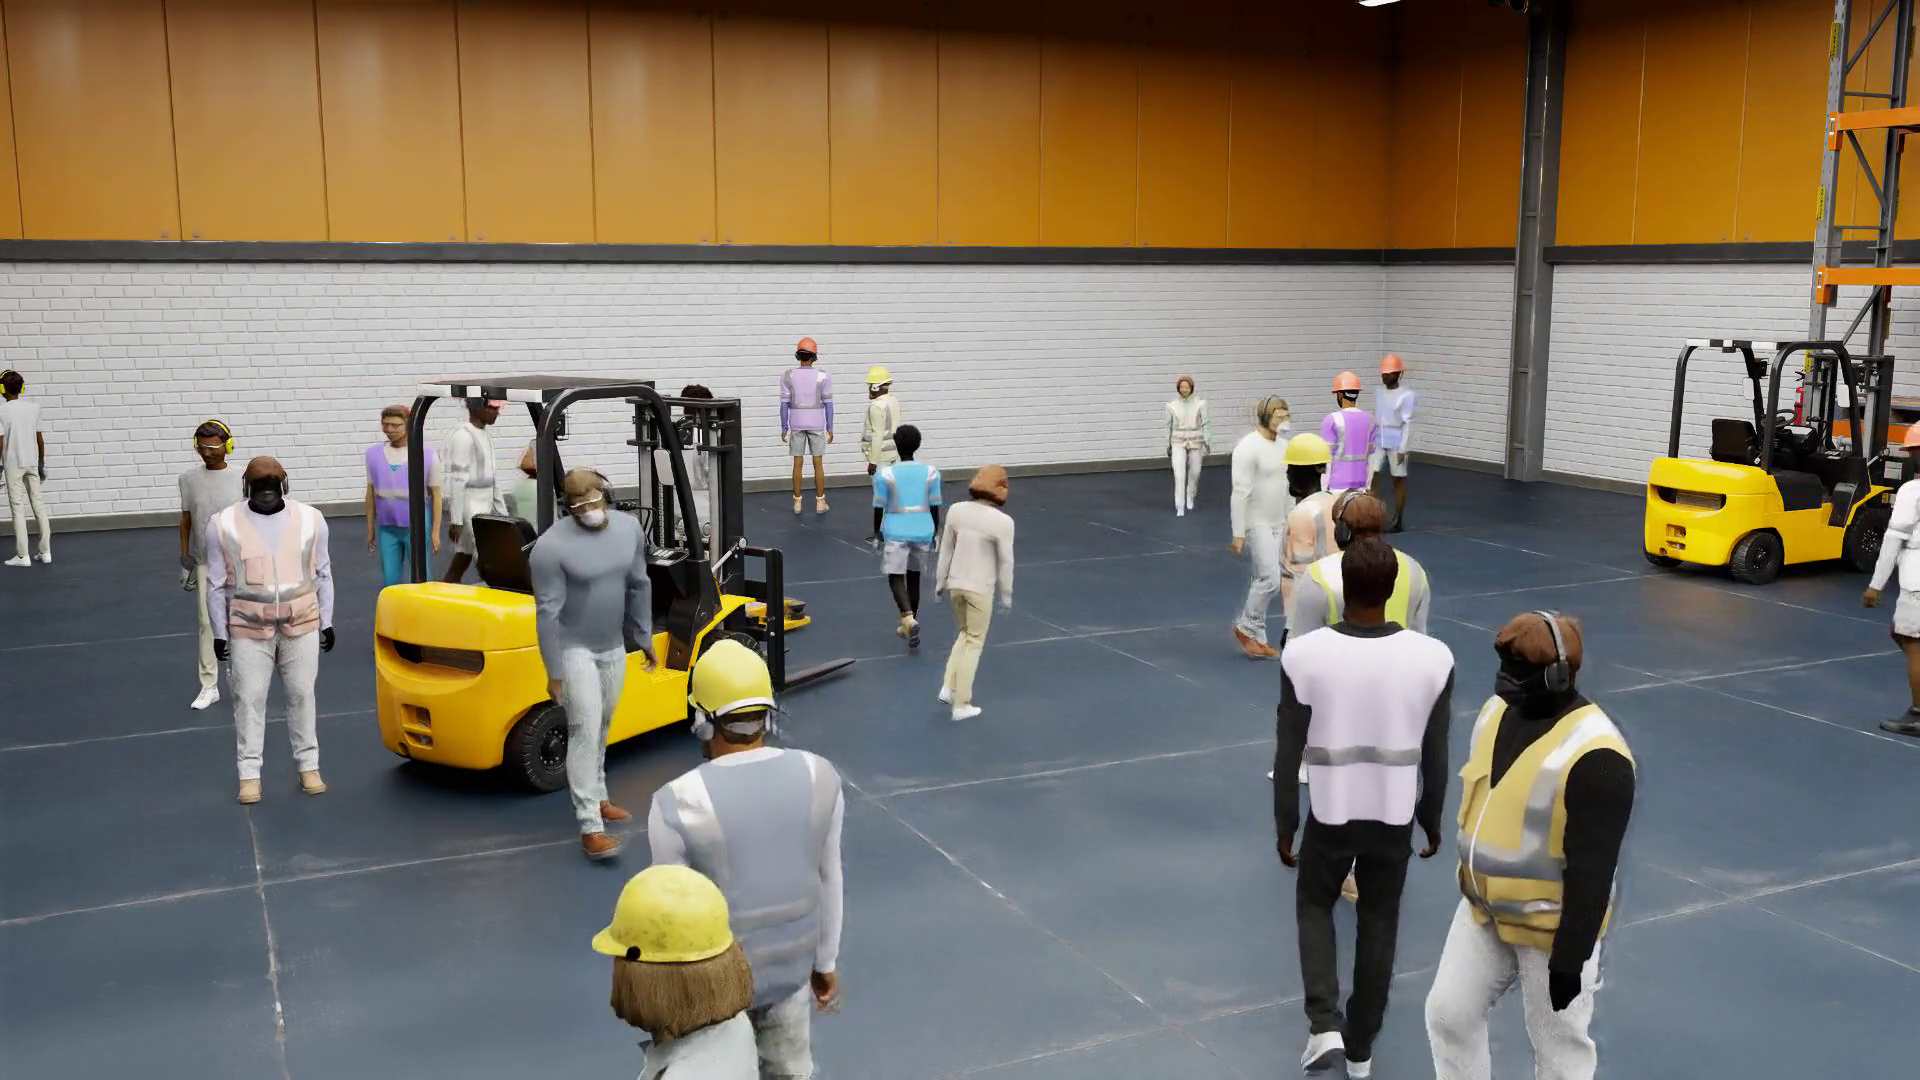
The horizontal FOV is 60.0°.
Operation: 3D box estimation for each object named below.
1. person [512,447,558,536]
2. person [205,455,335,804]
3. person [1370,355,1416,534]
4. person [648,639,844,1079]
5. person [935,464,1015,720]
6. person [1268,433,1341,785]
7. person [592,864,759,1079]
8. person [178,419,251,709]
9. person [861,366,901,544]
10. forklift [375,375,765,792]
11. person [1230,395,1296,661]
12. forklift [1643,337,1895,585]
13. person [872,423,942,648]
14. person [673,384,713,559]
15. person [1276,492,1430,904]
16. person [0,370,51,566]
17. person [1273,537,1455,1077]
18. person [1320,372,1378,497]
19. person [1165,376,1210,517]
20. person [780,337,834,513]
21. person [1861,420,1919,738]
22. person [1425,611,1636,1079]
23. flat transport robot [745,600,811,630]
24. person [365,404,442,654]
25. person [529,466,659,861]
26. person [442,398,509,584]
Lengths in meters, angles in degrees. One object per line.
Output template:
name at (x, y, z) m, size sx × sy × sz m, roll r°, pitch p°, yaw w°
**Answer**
person at (-2.935, 0.124, 11.627) m, size 0.513 × 1.614 × 0.349 m, roll 7°, pitch 12°, yaw 38°
person at (-3.637, 0.466, 8.818) m, size 0.634 × 1.839 × 0.429 m, roll -5°, pitch 10°, yaw -28°
person at (4.496, -0.995, 17.624) m, size 0.778 × 1.910 × 0.557 m, roll -7°, pitch 12°, yaw -38°
person at (-0.546, 1.178, 4.517) m, size 0.587 × 1.811 × 0.698 m, roll -6°, pitch 11°, yaw -33°
person at (0.101, 0.327, 10.393) m, size 0.544 × 1.601 × 0.418 m, roll 8°, pitch 12°, yaw 39°
person at (1.892, 0.376, 9.103) m, size 0.381 × 1.924 × 0.593 m, roll 5°, pitch 11°, yaw 30°
person at (-0.456, 1.442, 3.202) m, size 0.884 × 1.714 × 0.488 m, roll 1°, pitch 9°, yaw 8°
person at (-4.738, 0.154, 10.678) m, size 0.520 × 1.865 × 0.328 m, roll -2°, pitch 9°, yaw -12°
person at (-0.815, -0.869, 17.120) m, size 0.403 × 1.831 × 0.597 m, roll 3°, pitch 10°, yaw 19°
forklift at (-2.268, 0.149, 9.685) m, size 1.214 × 2.155 × 2.313 m, roll 6°, pitch 11°, yaw 32°
person at (2.203, -0.075, 11.905) m, size 0.443 × 1.924 × 0.658 m, roll 8°, pitch 12°, yaw 41°
forklift at (7.551, -0.789, 15.507) m, size 2.313 × 2.155 × 1.214 m, roll -4°, pitch 10°, yaw -25°
person at (-0.378, -0.028, 12.404) m, size 0.538 × 1.674 × 0.727 m, roll -3°, pitch 10°, yaw -19°
person at (-1.984, -0.193, 12.528) m, size 0.603 × 1.961 × 0.368 m, roll 6°, pitch 11°, yaw 32°
person at (1.727, 0.686, 7.492) m, size 0.630 × 1.820 × 0.636 m, roll -4°, pitch 10°, yaw -24°
person at (-8.963, -0.678, 15.834) m, size 0.333 × 1.869 × 0.520 m, roll 5°, pitch 11°, yaw 30°
person at (1.370, 0.936, 5.702) m, size 0.588 × 1.903 × 0.446 m, roll 1°, pitch 9°, yaw 7°
person at (3.370, -0.507, 14.585) m, size 0.543 × 1.929 × 0.380 m, roll -4°, pitch 10°, yaw -24°
person at (2.628, -1.104, 19.269) m, size 0.521 × 1.613 × 0.744 m, roll 1°, pitch 9°, yaw 4°
person at (-1.771, -1.324, 19.292) m, size 0.616 × 2.041 × 0.379 m, roll 0°, pitch 9°, yaw 0°
person at (5.761, 0.240, 10.003) m, size 0.569 × 1.916 × 0.433 m, roll -6°, pitch 11°, yaw -33°
person at (1.576, 1.112, 4.840) m, size 0.634 × 1.825 × 0.653 m, roll -3°, pitch 10°, yaw -17°
flat transport robot at (-1.945, 0.550, 13.138) m, size 1.431 × 0.197 × 0.652 m, roll 6°, pitch 11°, yaw 32°
person at (-4.066, -0.079, 12.187) m, size 0.570 × 1.840 × 0.373 m, roll 1°, pitch 9°, yaw 7°
person at (-1.768, 0.564, 8.064) m, size 0.797 × 1.881 × 0.676 m, roll 7°, pitch 11°, yaw 37°
person at (-3.579, -0.218, 12.606) m, size 1.037 × 1.979 × 0.627 m, roll 0°, pitch 9°, yaw -2°
